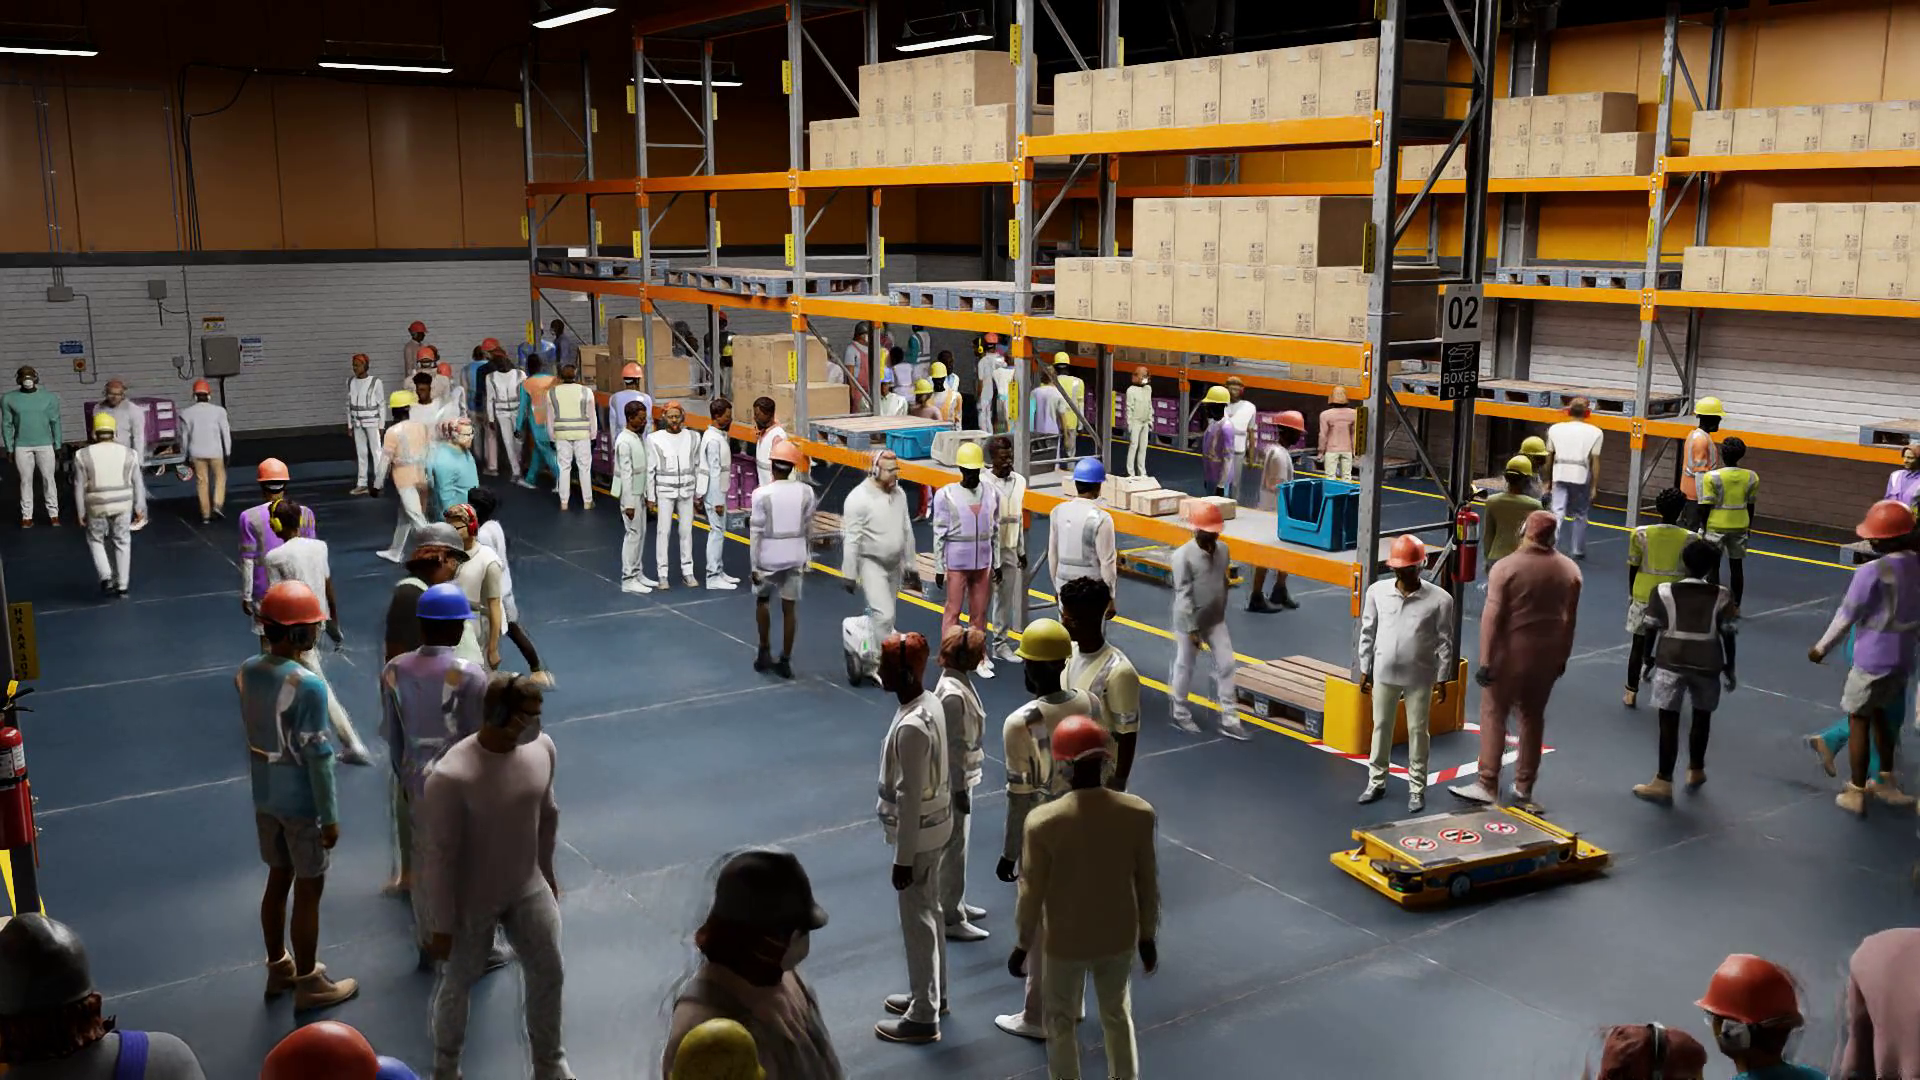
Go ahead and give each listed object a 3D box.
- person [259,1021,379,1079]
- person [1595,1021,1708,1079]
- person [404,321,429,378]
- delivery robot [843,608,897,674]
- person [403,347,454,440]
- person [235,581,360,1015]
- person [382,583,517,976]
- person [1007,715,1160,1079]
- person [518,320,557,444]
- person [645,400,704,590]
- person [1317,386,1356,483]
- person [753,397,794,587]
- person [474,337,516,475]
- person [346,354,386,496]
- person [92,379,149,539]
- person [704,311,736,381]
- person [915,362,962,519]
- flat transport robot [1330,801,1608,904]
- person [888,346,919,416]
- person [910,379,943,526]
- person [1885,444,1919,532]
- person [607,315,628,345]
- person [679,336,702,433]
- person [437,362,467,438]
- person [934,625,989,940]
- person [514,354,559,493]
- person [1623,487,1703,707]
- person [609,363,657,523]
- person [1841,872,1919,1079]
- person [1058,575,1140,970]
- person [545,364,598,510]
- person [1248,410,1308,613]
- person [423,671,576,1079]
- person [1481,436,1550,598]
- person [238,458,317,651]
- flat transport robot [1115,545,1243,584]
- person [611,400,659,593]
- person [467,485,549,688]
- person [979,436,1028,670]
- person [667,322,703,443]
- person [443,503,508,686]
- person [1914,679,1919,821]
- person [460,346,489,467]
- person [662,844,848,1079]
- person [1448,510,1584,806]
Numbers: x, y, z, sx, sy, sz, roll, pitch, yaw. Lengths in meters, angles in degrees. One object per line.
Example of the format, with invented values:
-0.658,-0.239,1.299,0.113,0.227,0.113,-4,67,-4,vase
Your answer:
-1.361,2.010,3.683,0.612,1.995,0.376,4,12,19,person
1.564,2.015,3.973,0.669,1.876,0.650,-1,11,-4,person
-8.871,-2.591,27.261,0.413,1.985,0.615,1,11,6,person
-0.708,0.788,13.390,0.477,0.478,0.707,-3,11,-17,delivery robot
-6.985,-1.540,21.887,0.614,1.984,0.410,-4,12,-20,person
-3.082,1.193,7.764,0.610,2.039,0.402,8,14,35,person
-2.492,1.172,8.113,0.602,1.940,0.402,4,12,21,person
0.492,1.566,6.673,0.623,1.731,0.458,-4,12,-22,person
-6.834,-2.554,26.923,0.615,2.038,0.395,-5,12,-22,person
-2.835,-0.451,16.560,0.584,1.882,0.339,-5,12,-25,person
4.611,-1.058,20.312,0.497,1.634,0.278,-1,11,-7,person
-1.876,-0.491,16.709,0.402,1.907,0.605,-4,12,-21,person
-6.622,-1.901,23.726,0.461,1.983,0.663,11,15,44,person
-7.884,-1.526,22.069,0.574,1.883,0.361,4,12,19,person
-9.744,-0.946,19.237,0.709,1.841,1.016,1,11,5,person
-4.169,-2.989,29.150,0.605,2.040,0.388,0,11,-2,person
-0.264,-1.219,20.384,0.587,1.928,0.363,-1,11,-3,person
2.886,1.753,9.422,1.431,0.197,0.652,-5,12,-23,flat transport robot
-0.828,-2.200,26.072,0.695,1.661,0.360,-5,12,-22,person
-0.418,-1.050,19.935,0.320,1.767,0.525,-10,15,-42,person
8.679,-0.067,15.219,0.314,1.642,0.515,-4,12,-21,person
-5.972,-2.994,29.384,0.367,1.957,0.600,-11,15,-43,person
-4.196,-2.244,25.859,0.339,1.839,0.507,7,13,33,person
-6.899,-1.518,22.365,0.573,1.746,0.345,-6,13,-29,person
-0.004,1.234,8.587,0.332,1.631,0.516,1,11,4,person
-5.638,-1.568,22.357,1.027,1.866,0.592,7,13,32,person
5.273,0.446,12.490,0.530,1.690,0.322,6,12,26,person
-3.943,-1.169,20.107,0.551,1.932,0.377,3,11,13,person
2.780,1.823,4.888,0.931,1.908,0.641,-2,11,-8,person
0.637,1.135,8.232,0.361,1.963,0.613,-6,13,-28,person
-4.887,-1.300,21.014,0.643,1.841,0.429,-2,11,-8,person
3.007,-0.254,15.515,0.629,1.895,0.627,2,11,11,person
-1.882,1.460,6.780,0.677,1.896,0.672,9,14,37,person
5.096,-0.100,15.168,0.537,1.724,0.491,7,13,33,person
-5.054,0.353,12.358,0.549,1.924,0.389,-9,14,-39,person
2.168,0.263,17.044,0.652,0.197,1.431,-8,13,-34,flat transport robot
-3.234,-0.431,16.404,0.399,1.908,0.606,0,11,0,person
-3.625,0.393,12.843,0.888,1.649,0.543,0,11,-1,person
0.297,0.093,13.693,0.595,1.917,0.373,-10,15,-40,person
-4.436,-2.563,26.969,0.890,2.000,0.708,1,11,5,person
-3.218,0.655,11.034,0.561,1.836,0.394,9,14,38,person
5.826,1.028,9.661,0.546,1.616,0.368,0,11,0,person
-7.085,-1.984,24.688,0.614,1.789,1.000,-2,11,-12,person
-0.535,1.796,4.663,0.536,2.000,0.688,1,11,7,person
3.535,0.741,10.529,0.797,1.860,0.429,-3,12,-17,person
